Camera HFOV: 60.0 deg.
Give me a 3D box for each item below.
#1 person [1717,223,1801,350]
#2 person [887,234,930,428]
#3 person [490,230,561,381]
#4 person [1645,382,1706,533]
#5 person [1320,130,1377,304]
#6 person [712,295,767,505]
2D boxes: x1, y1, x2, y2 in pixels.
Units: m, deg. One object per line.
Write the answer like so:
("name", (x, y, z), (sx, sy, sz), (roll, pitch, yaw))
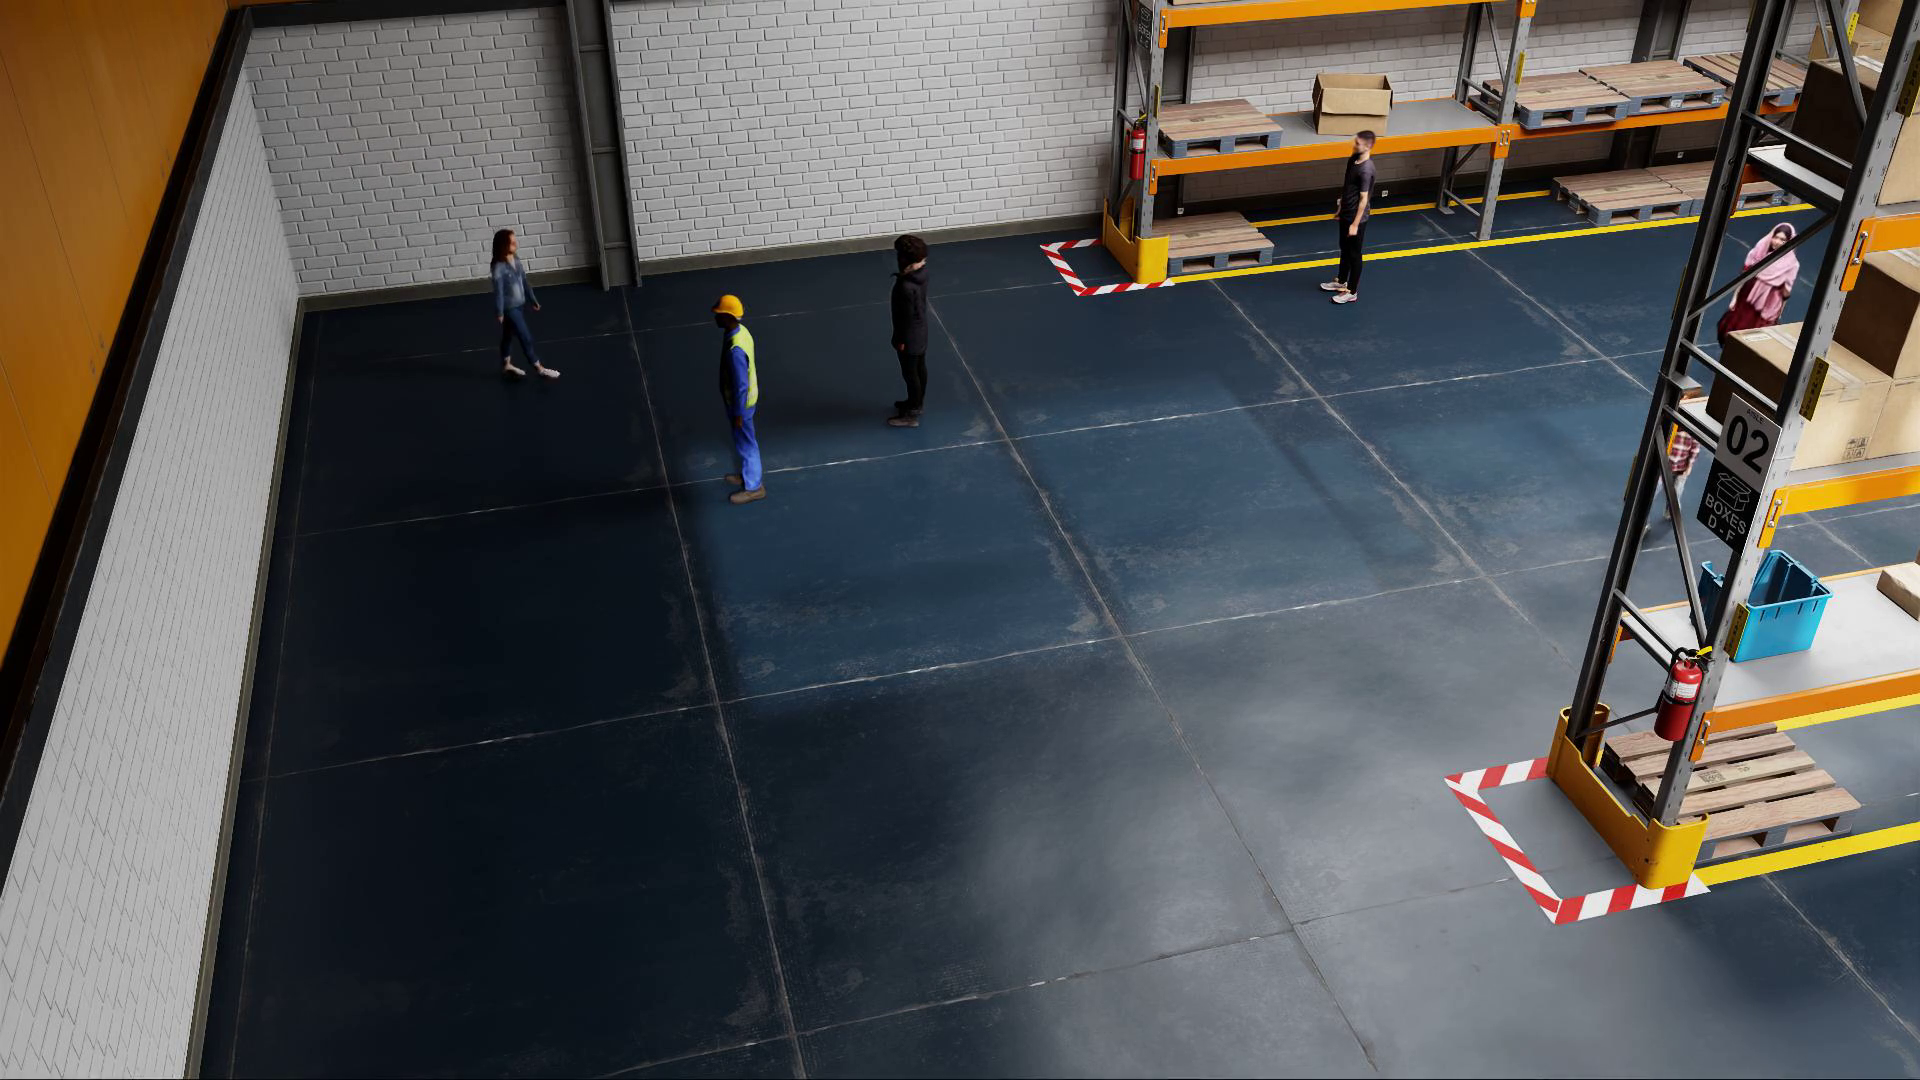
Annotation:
("person", (7.284, -2.163, 15.144), (0.878, 1.633, 0.944), (25, 41, 33))
("person", (-0.421, -1.834, 14.514), (0.759, 1.781, 0.729), (8, 34, 12))
("person", (-4.193, -2.157, 15.292), (0.935, 1.457, 0.764), (5, 34, 8))
("person", (5.621, -0.630, 13.149), (0.802, 1.287, 0.976), (28, 43, 36))
("person", (3.946, -3.251, 16.662), (0.569, 1.764, 0.645), (-5, 34, -8))
("person", (-1.786, -1.147, 13.453), (0.591, 1.812, 0.690), (-5, 34, -7))
